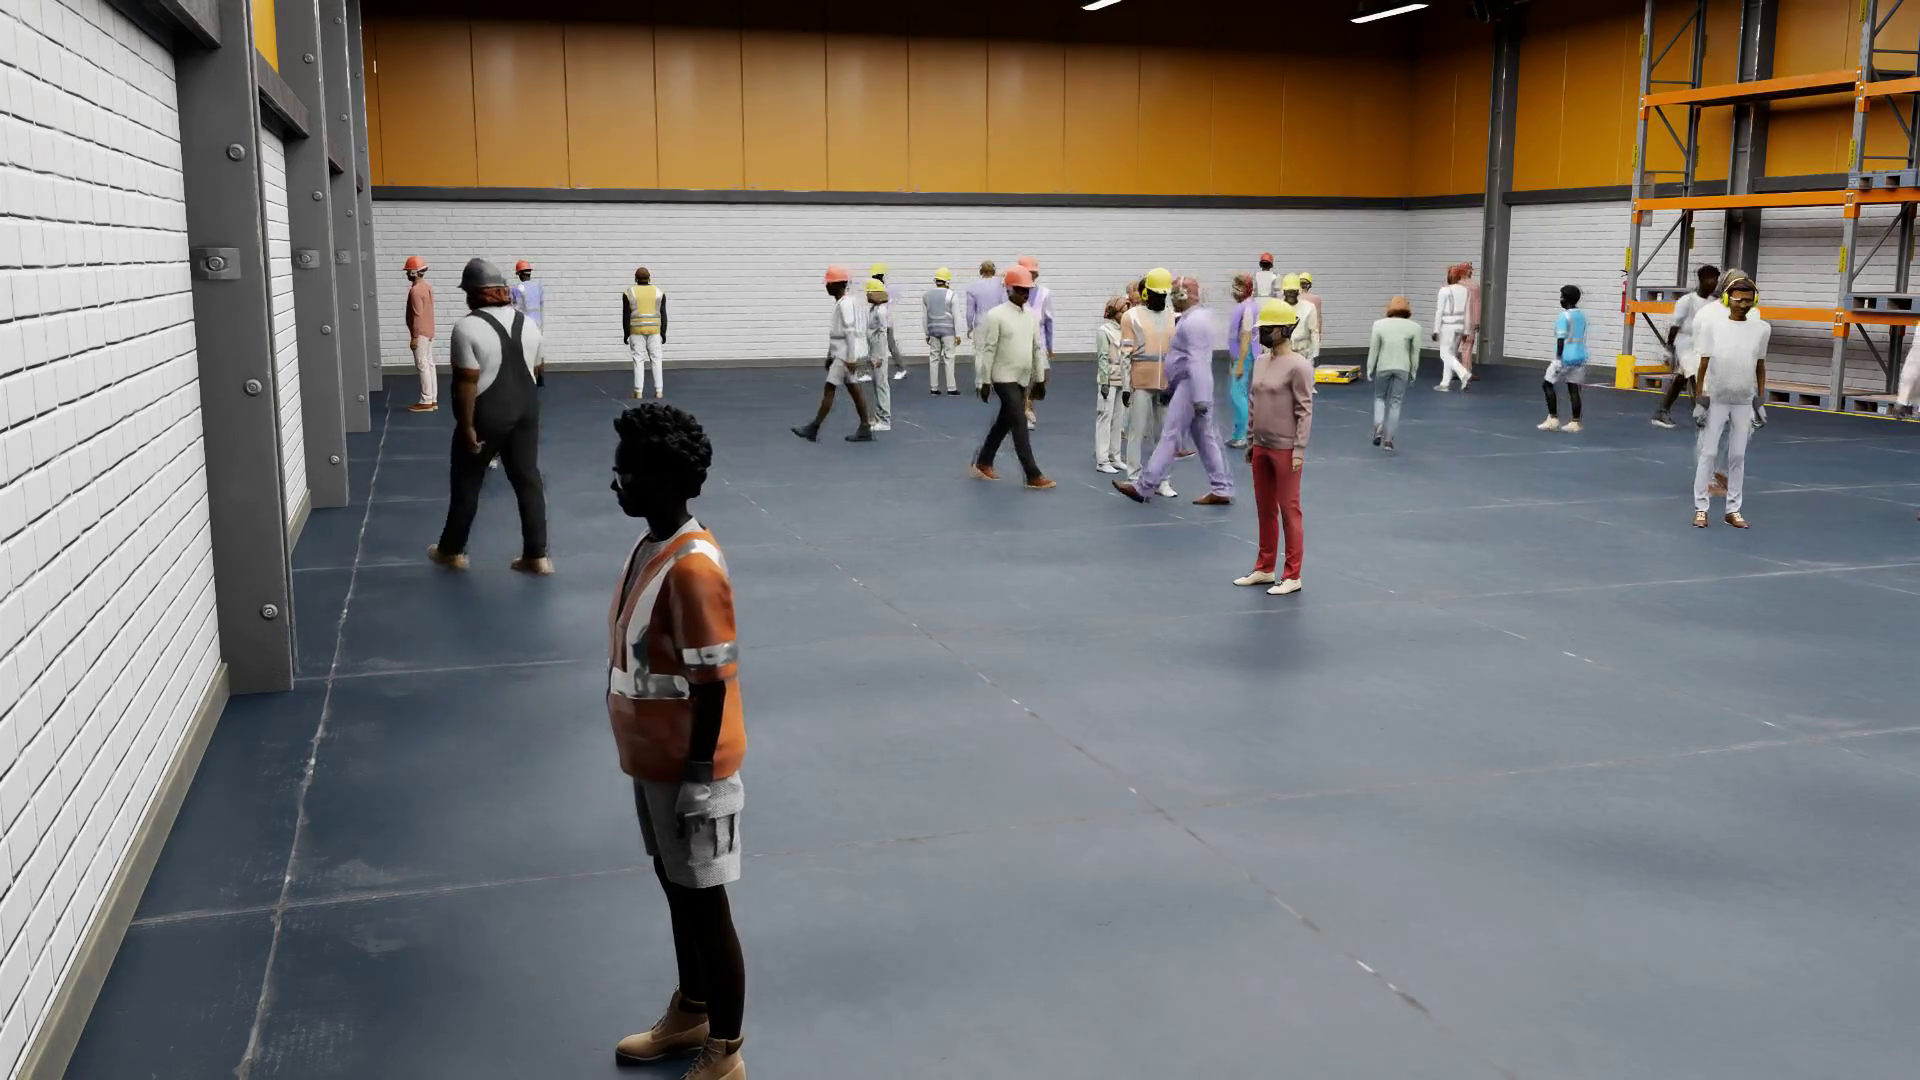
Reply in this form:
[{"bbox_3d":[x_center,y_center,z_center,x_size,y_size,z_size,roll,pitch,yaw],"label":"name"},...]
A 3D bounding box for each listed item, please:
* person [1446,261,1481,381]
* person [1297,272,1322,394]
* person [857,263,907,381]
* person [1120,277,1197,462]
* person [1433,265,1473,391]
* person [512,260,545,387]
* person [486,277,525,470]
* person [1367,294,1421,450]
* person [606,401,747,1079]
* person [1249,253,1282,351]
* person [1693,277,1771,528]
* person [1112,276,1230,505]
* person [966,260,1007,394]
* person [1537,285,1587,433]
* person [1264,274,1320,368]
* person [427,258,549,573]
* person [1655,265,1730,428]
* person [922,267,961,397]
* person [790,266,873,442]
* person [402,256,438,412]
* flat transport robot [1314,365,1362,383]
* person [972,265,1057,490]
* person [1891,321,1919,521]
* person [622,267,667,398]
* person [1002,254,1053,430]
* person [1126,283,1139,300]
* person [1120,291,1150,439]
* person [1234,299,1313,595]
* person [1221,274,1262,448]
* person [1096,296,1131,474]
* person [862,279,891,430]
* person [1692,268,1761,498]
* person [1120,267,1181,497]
[{"bbox_3d":[8.074,-3.503,26.651,0.408,1.909,0.638,-8,12,-38],"label":"person"},{"bbox_3d":[4.969,-2.981,24.060,0.522,1.761,0.321,4,10,21],"label":"person"},{"bbox_3d":[-1.224,-3.488,26.668,0.588,1.883,0.981,9,13,42],"label":"person"},{"bbox_3d":[1.808,-1.652,16.221,0.965,1.814,0.506,1,10,7],"label":"person"},{"bbox_3d":[7.250,-3.079,24.324,0.576,1.863,0.769,-6,11,-29],"label":"person"},{"bbox_3d":[-6.554,-3.263,25.201,0.372,1.928,0.543,8,12,38],"label":"person"},{"bbox_3d":[-4.334,-1.573,15.679,0.505,1.842,0.332,-3,10,-14],"label":"person"},{"bbox_3d":[4.509,-1.746,17.308,0.530,1.611,0.367,3,10,14],"label":"person"},{"bbox_3d":[-0.680,0.519,3.970,0.316,1.695,0.541,-4,11,-22],"label":"person"},{"bbox_3d":[5.630,-4.260,30.677,0.624,2.044,0.417,3,10,18],"label":"person"},{"bbox_3d":[5.724,-1.010,12.356,0.509,1.861,0.329,1,10,8],"label":"person"},{"bbox_3d":[1.744,-1.194,13.464,1.013,1.851,0.661,2,10,13],"label":"person"},{"bbox_3d":[0.397,-3.076,24.084,0.627,1.940,0.372,0,10,0],"label":"person"},{"bbox_3d":[6.848,-2.056,18.930,0.547,1.675,0.572,-8,12,-38],"label":"person"},{"bbox_3d":[3.786,-2.113,18.947,0.614,1.789,0.898,1,10,4],"label":"person"},{"bbox_3d":[-3.034,-0.810,10.674,0.951,2.000,0.691,8,12,37],"label":"person"},{"bbox_3d":[8.483,-2.200,19.125,0.626,1.889,1.103,-5,11,-28],"label":"person"},{"bbox_3d":[-0.238,-2.947,23.643,0.587,1.835,0.403,5,11,26],"label":"person"},{"bbox_3d":[-1.380,-1.986,17.895,0.949,1.891,0.575,-1,10,-7],"label":"person"},{"bbox_3d":[-6.980,-2.658,21.501,0.382,1.993,0.622,0,10,-2],"label":"person"},{"bbox_3d":[5.959,-2.651,26.448,0.652,0.197,1.431,4,11,22],"label":"flat transport robot"},{"bbox_3d":[0.446,-1.431,14.606,1.062,1.943,0.620,9,13,41],"label":"person"},{"bbox_3d":[7.459,-1.063,12.602,0.671,1.885,0.551,-2,10,-10],"label":"person"},{"bbox_3d":[-4.444,-2.915,23.442,0.634,1.839,0.429,-4,11,-22],"label":"person"},{"bbox_3d":[0.784,-2.274,19.190,0.629,2.024,0.453,-3,10,-17],"label":"person"},{"bbox_3d":[2.411,-2.742,23.038,0.281,1.631,0.505,-8,13,-39],"label":"person"},{"bbox_3d":[1.920,-1.914,18.281,0.506,1.629,0.286,-5,11,-28],"label":"person"},{"bbox_3d":[1.888,-0.557,10.002,0.312,1.767,0.533,-5,11,-26],"label":"person"},{"bbox_3d":[2.972,-1.866,17.447,0.404,1.818,0.612,1,10,8],"label":"person"},{"bbox_3d":[1.434,-1.446,15.517,0.308,1.639,0.510,6,12,32],"label":"person"},{"bbox_3d":[-0.972,-2.139,19.228,0.295,1.743,0.493,-2,10,-13],"label":"person"},{"bbox_3d":[6.338,-1.289,13.799,0.660,1.917,0.459,-2,10,-12],"label":"person"},{"bbox_3d":[1.621,-1.304,13.882,0.585,1.920,0.373,-3,10,-15],"label":"person"}]
